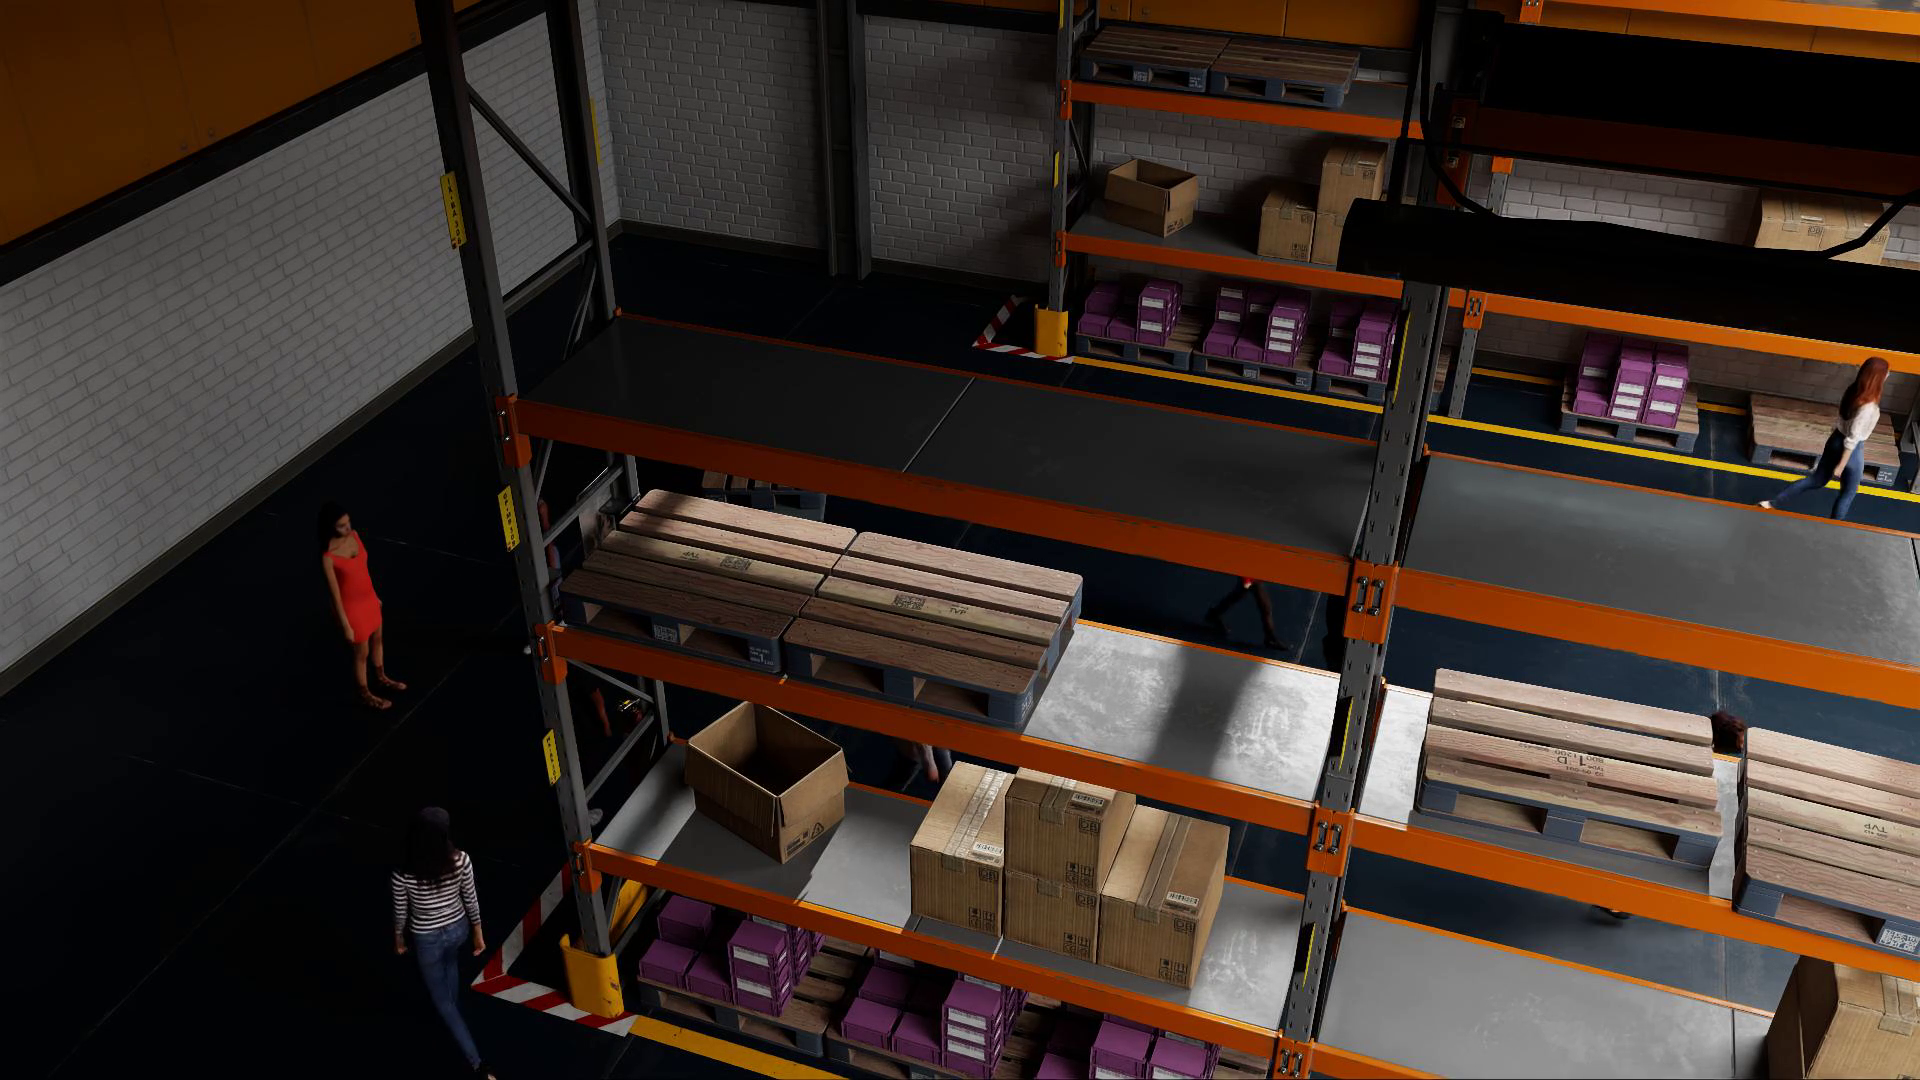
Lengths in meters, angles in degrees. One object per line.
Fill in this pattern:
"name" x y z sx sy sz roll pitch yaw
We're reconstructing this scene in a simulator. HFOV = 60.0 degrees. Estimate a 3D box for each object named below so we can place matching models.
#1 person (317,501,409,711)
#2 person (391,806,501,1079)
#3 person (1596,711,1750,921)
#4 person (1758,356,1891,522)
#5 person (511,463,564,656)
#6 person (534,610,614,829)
"person" -4.310 0.462 11.832 0.565 1.715 0.622 6 34 9
"person" -2.800 2.270 9.084 1.021 1.748 1.170 -24 40 -31
"person" 4.329 1.721 10.016 1.157 1.630 0.685 7 34 11
"person" 7.160 -0.740 13.648 1.108 1.707 0.760 2 34 4
"person" -3.134 0.152 12.316 0.488 1.697 0.657 16 37 23
"person" -2.545 1.196 10.688 0.619 1.761 0.741 16 37 23
